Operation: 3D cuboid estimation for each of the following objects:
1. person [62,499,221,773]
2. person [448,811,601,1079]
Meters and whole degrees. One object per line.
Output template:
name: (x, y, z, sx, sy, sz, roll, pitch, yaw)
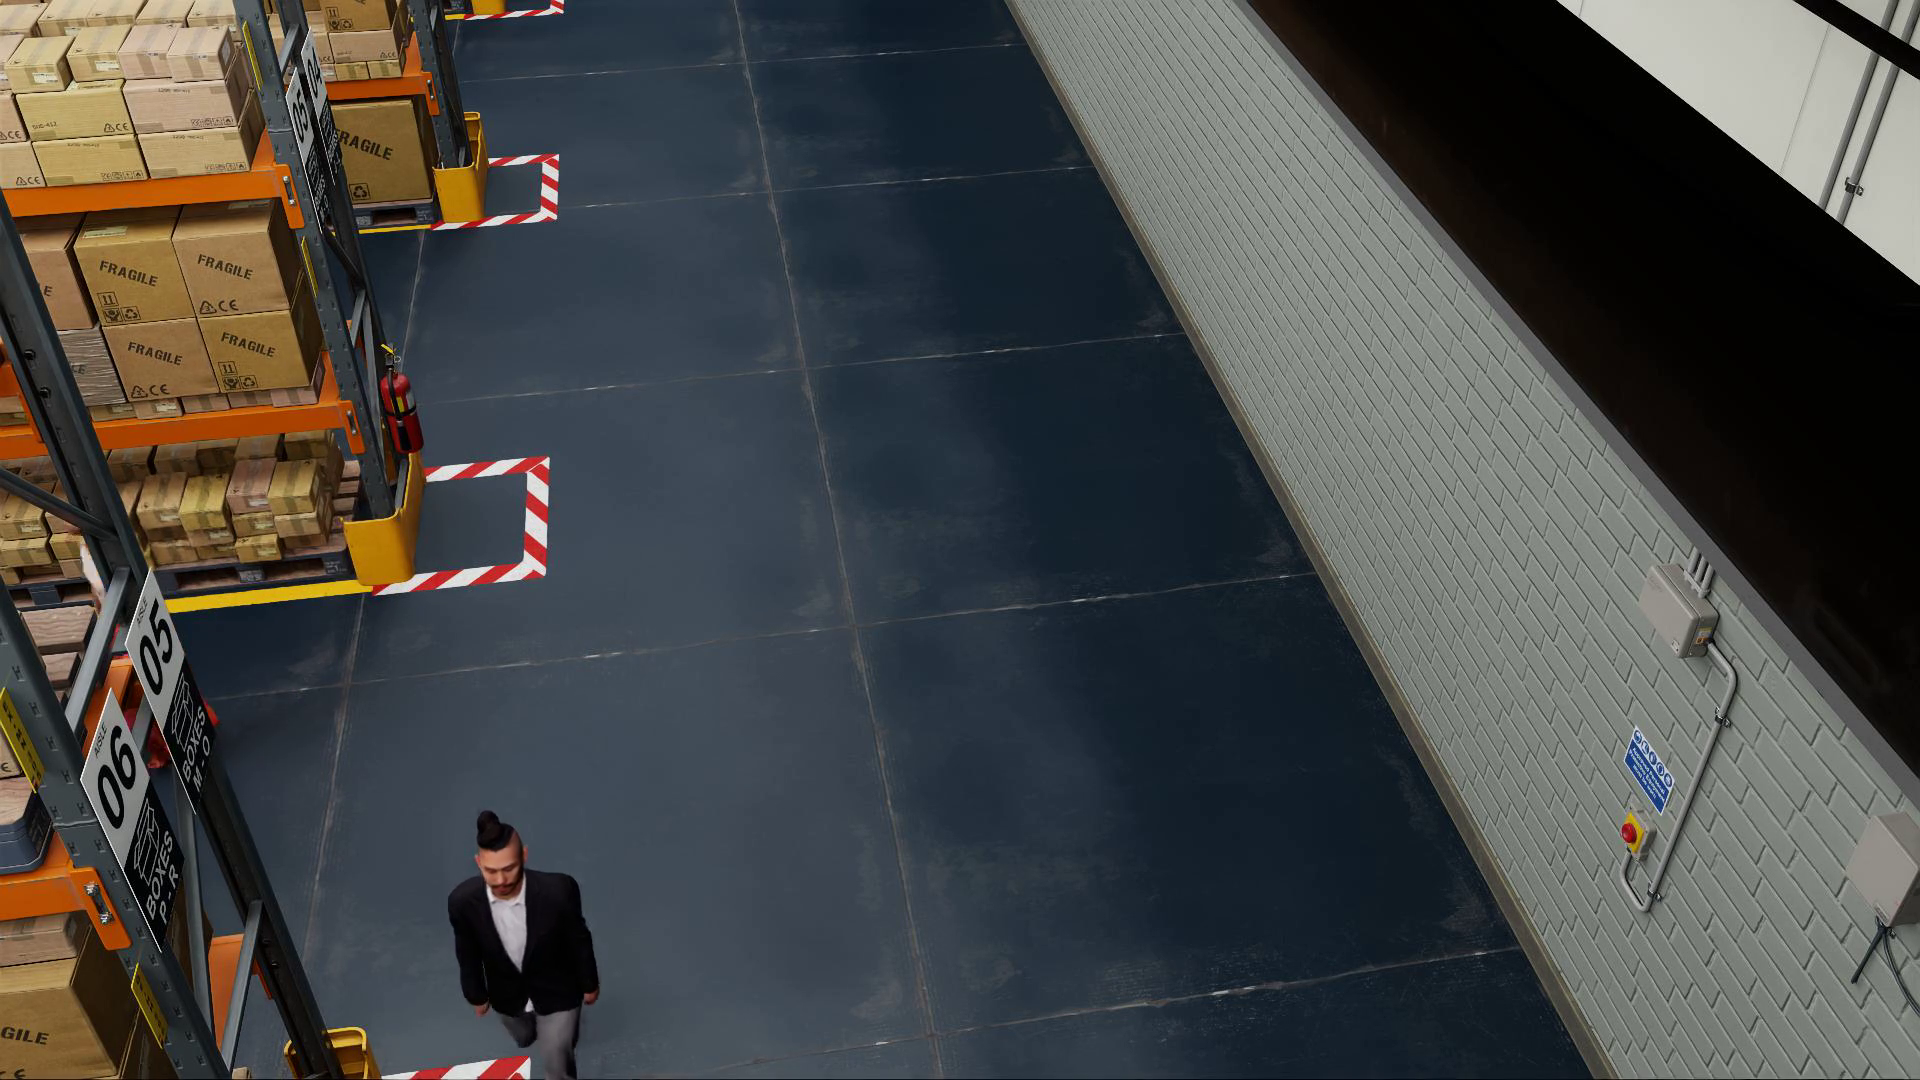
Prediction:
person: (-4.282, 0.456, 8.837, 0.940, 1.793, 0.861, -27, 45, -30)
person: (-1.797, 1.780, 7.032, 1.083, 1.931, 0.870, -2, 38, -2)
